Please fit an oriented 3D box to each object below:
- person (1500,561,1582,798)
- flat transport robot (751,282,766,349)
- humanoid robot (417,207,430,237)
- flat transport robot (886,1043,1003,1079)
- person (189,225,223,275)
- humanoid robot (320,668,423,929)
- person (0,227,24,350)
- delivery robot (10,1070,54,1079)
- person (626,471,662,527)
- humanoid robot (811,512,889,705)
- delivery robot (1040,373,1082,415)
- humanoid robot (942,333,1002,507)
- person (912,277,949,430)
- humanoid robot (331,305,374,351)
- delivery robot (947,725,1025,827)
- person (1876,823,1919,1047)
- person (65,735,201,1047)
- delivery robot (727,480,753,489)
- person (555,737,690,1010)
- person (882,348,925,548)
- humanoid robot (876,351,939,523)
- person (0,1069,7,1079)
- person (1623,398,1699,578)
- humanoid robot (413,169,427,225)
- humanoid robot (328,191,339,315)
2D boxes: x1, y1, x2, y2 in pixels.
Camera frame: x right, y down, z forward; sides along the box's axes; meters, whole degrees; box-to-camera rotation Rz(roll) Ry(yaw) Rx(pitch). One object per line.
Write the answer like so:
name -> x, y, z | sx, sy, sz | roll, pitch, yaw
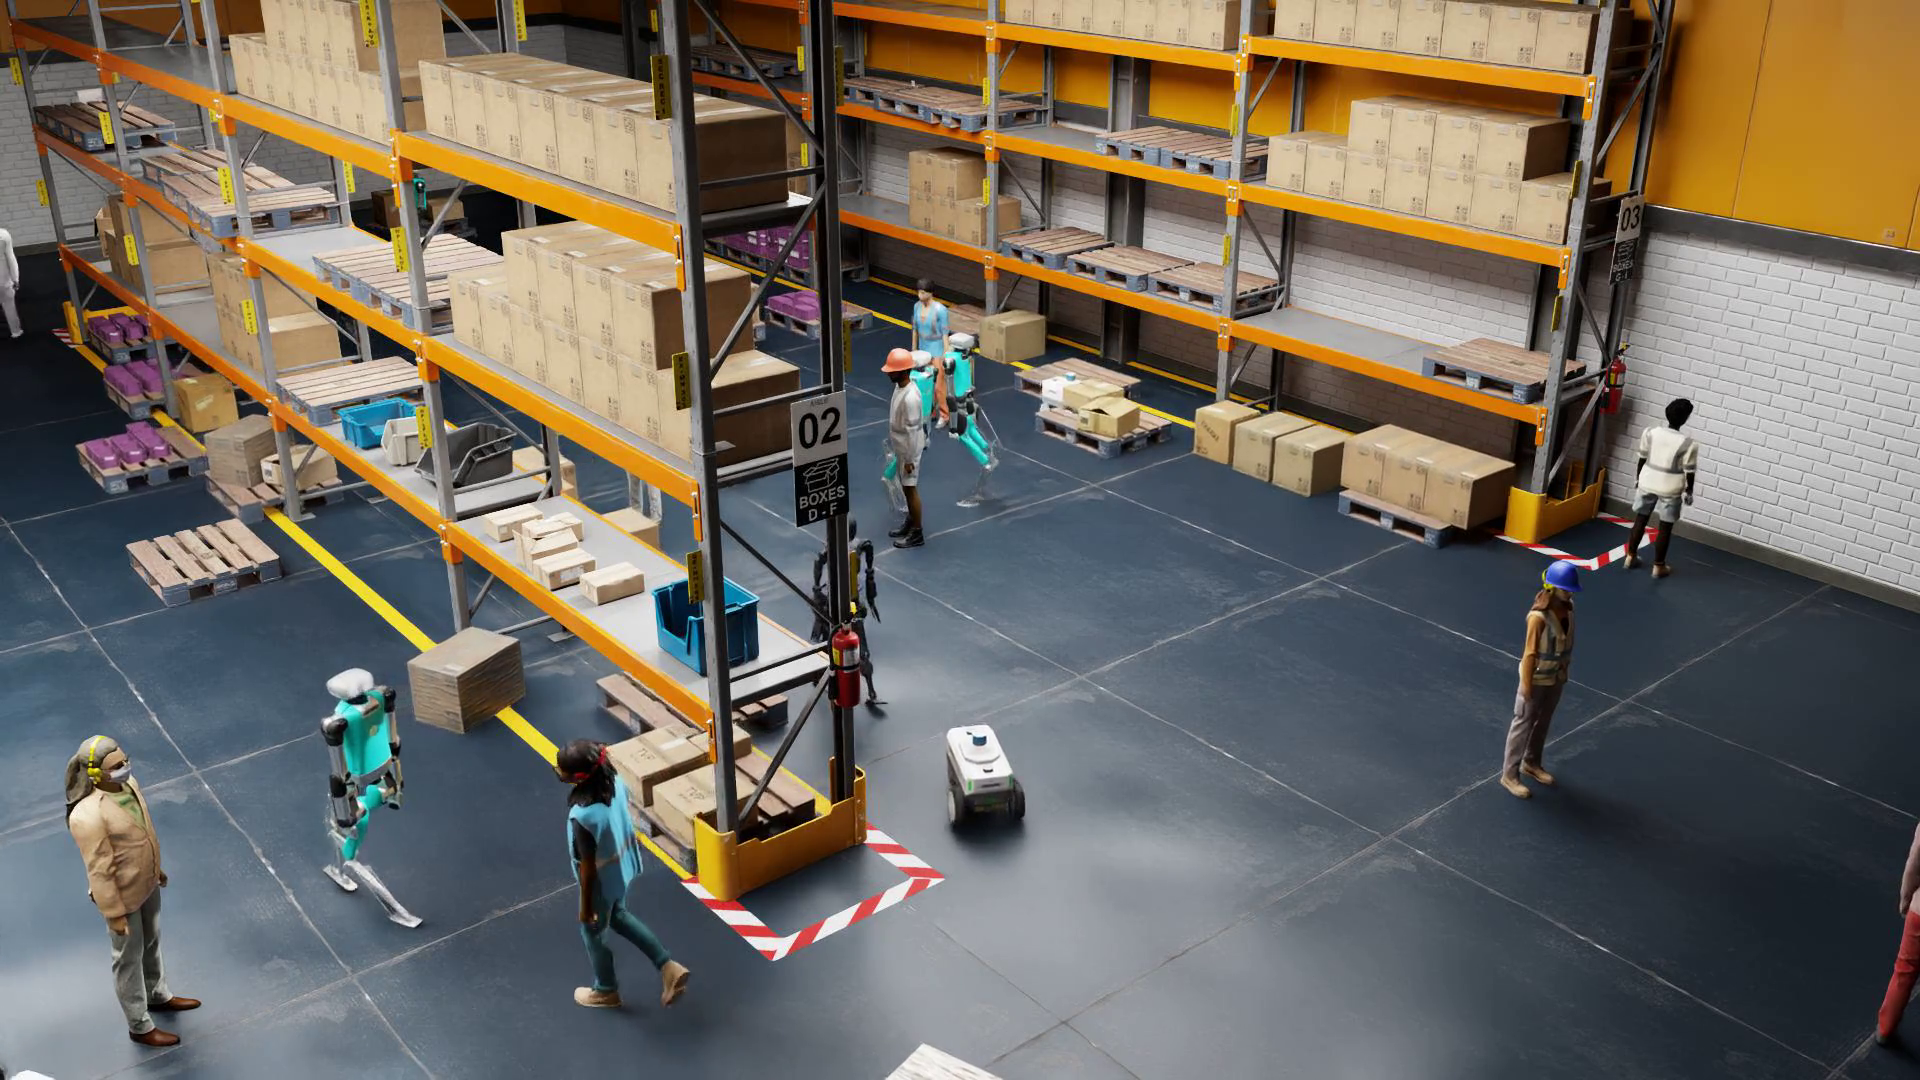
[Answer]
person -> 4.069, 0.950, 11.550 | 0.474, 1.771, 0.334 | -16, 28, -33
flat transport robot -> -3.251, -2.487, 21.402 | 0.659, 0.231, 1.431 | -16, 28, -33
humanoid robot -> -7.195, -3.654, 22.327 | 0.335, 1.642, 0.613 | 7, 24, 15
flat transport robot -> -0.372, 3.399, 7.772 | 1.431, 0.231, 0.659 | 15, 27, 30
person -> -10.349, -3.966, 23.030 | 0.844, 1.696, 0.617 | 4, 24, 10
humanoid robot -> -3.820, 1.552, 10.268 | 1.038, 1.778, 0.532 | 11, 26, 24
person -> -12.567, -3.421, 21.576 | 0.655, 1.849, 1.017 | -9, 25, -20
delivery robot -> -4.587, 2.979, 8.399 | 0.796, 0.606, 0.499 | 10, 25, 22
person -> -3.094, -0.897, 15.963 | 0.460, 1.656, 0.270 | 13, 27, 28
humanoid robot -> -0.882, 0.513, 12.732 | 0.589, 1.618, 0.808 | -17, 29, -34
delivery robot -> 1.278, -1.602, 19.016 | 0.499, 0.614, 0.817 | -18, 29, -36
humanoid robot -> 0.178, -1.154, 16.437 | 0.666, 1.775, 0.532 | 9, 25, 20
person -> -0.334, -2.101, 18.646 | 0.518, 1.751, 0.376 | 21, 31, 39
humanoid robot -> -7.791, -3.228, 21.340 | 0.373, 1.641, 0.584 | 17, 29, 35
delivery robot -> 0.135, 1.597, 11.567 | 0.499, 0.580, 0.766 | -5, 24, -11
person -> 5.371, 2.046, 9.027 | 0.339, 1.758, 0.520 | -22, 31, -40
person -> -4.603, 1.916, 9.183 | 0.407, 1.877, 0.555 | 0, 23, 0
delivery robot -> -2.516, -0.886, 17.335 | 0.770, 0.595, 0.499 | 19, 30, 37
person -> -1.914, 1.890, 9.275 | 0.655, 1.849, 0.553 | 7, 24, 16
person -> -0.530, -0.867, 15.566 | 0.386, 1.930, 0.547 | -4, 24, -10
humanoid robot -> -0.587, -0.957, 16.108 | 0.754, 1.860, 0.532 | 13, 27, 27
person -> -5.423, 2.268, 8.446 | 0.700, 1.814, 0.561 | -19, 30, -37
person -> 6.316, -0.468, 14.933 | 0.340, 1.689, 0.543 | -20, 31, -39
humanoid robot -> -8.058, -4.557, 24.266 | 0.666, 1.738, 0.534 | -12, 26, -26
humanoid robot -> -8.711, -3.920, 23.012 | 0.540, 1.898, 0.752 | -13, 27, -28
